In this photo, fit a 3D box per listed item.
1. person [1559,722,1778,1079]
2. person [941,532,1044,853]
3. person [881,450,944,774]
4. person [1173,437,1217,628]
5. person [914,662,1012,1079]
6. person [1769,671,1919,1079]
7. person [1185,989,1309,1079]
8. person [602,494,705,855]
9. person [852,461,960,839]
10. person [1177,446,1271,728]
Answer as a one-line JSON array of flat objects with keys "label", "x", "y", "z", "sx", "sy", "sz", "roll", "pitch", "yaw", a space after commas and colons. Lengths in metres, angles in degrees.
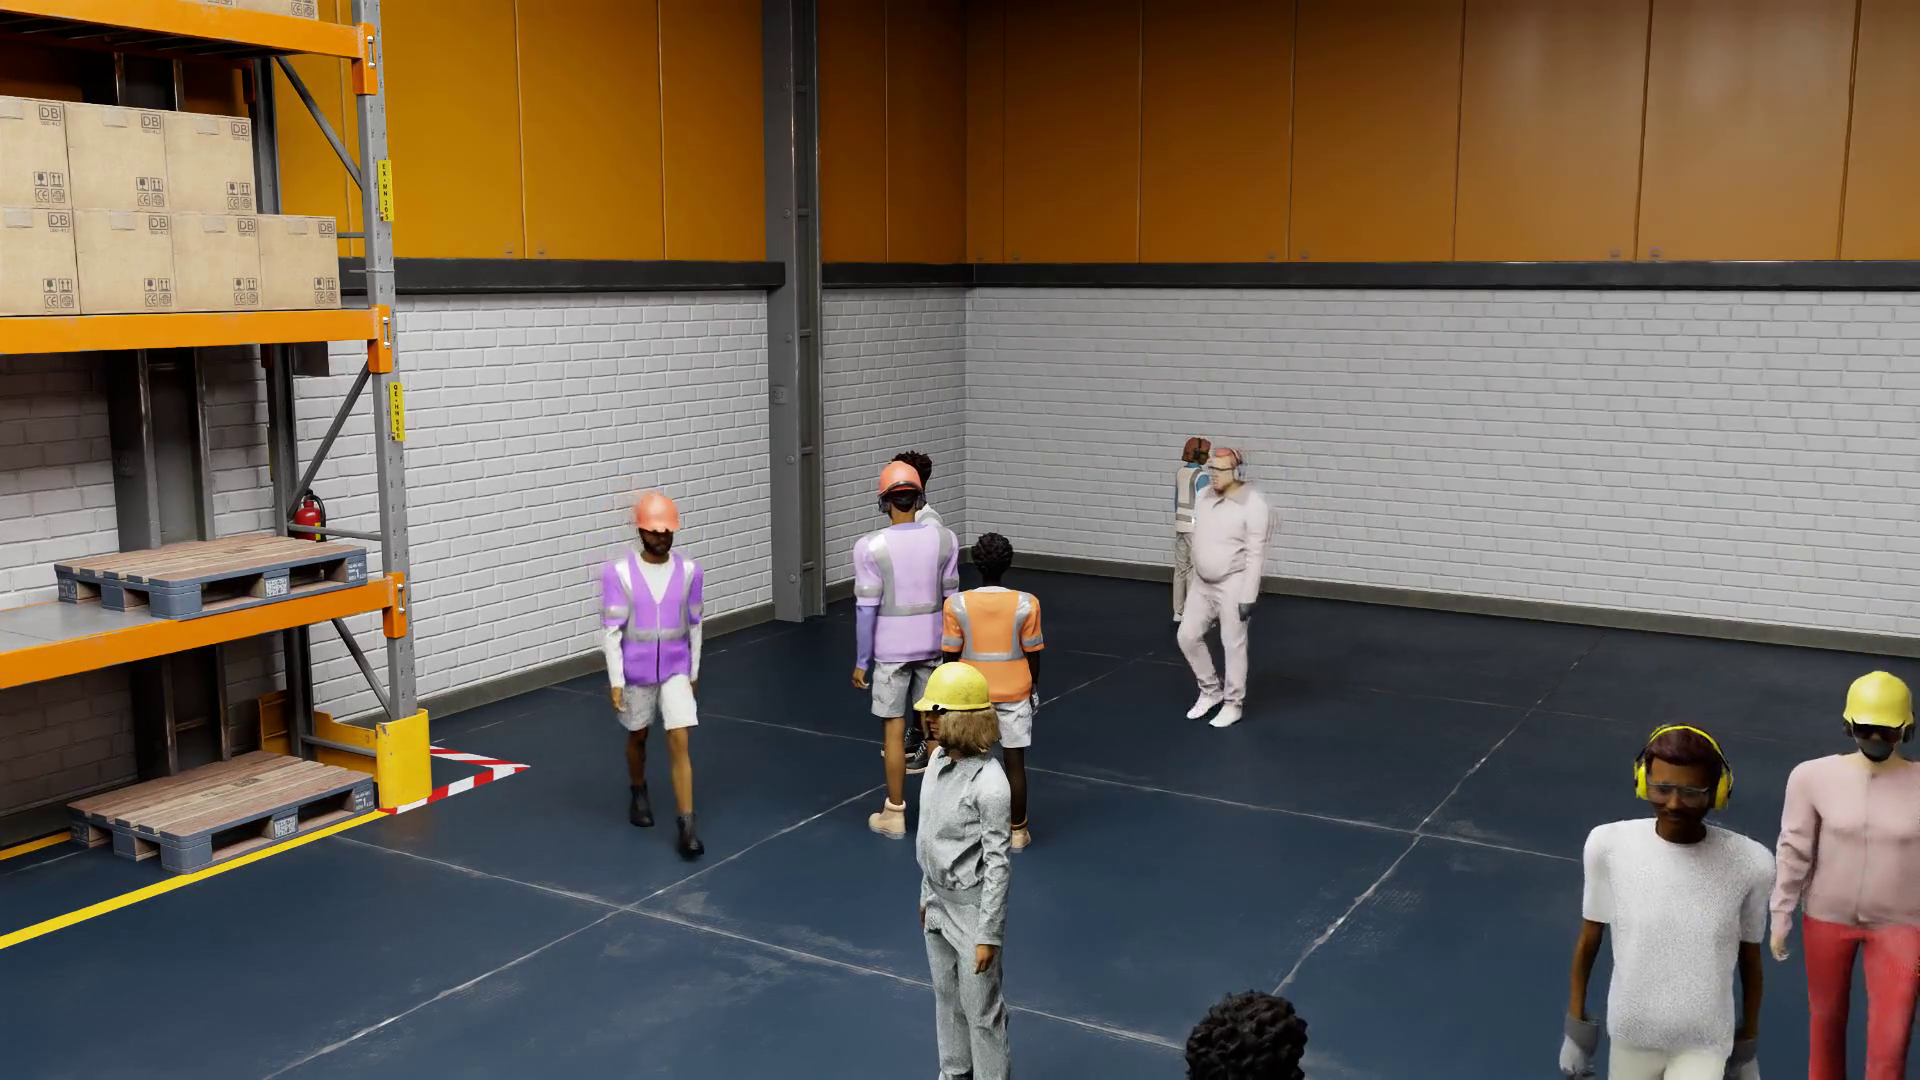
[{"label": "person", "x": 1.995, "y": 1.375, "z": 4.716, "sx": 0.520, "sy": 1.838, "sz": 0.864, "roll": 5, "pitch": 10, "yaw": 27}, {"label": "person", "x": 0.170, "y": 0.801, "z": 8.680, "sx": 0.537, "sy": 1.700, "sz": 0.317, "roll": 0, "pitch": 9, "yaw": 0}, {"label": "person", "x": -0.274, "y": 0.431, "z": 10.159, "sx": 0.361, "sy": 1.965, "sz": 0.613, "roll": -3, "pitch": 9, "yaw": -16}, {"label": "person", "x": 2.003, "y": -0.064, "z": 14.273, "sx": 0.311, "sy": 1.639, "sz": 0.512, "roll": -4, "pitch": 10, "yaw": -21}, {"label": "person", "x": -0.009, "y": 1.266, "z": 5.644, "sx": 0.295, "sy": 1.744, "sz": 0.484, "roll": -5, "pitch": 10, "yaw": -28}, {"label": "person", "x": 2.957, "y": 1.299, "z": 5.468, "sx": 0.540, "sy": 1.734, "sz": 0.799, "roll": 5, "pitch": 10, "yaw": 30}, {"label": "person", "x": 0.518, "y": 1.683, "z": 3.182, "sx": 0.317, "sy": 1.696, "sz": 0.540, "roll": -9, "pitch": 13, "yaw": -44}, {"label": "person", "x": -1.613, "y": 0.690, "z": 8.832, "sx": 0.550, "sy": 1.888, "sz": 1.009, "roll": -3, "pitch": 10, "yaw": -19}, {"label": "person", "x": -0.302, "y": 0.591, "z": 8.964, "sx": 0.605, "sy": 2.033, "sz": 0.402, "roll": -4, "pitch": 10, "yaw": -25}, {"label": "person", "x": 1.727, "y": 0.319, "z": 11.058, "sx": 0.481, "sy": 1.892, "sz": 0.657, "roll": -7, "pitch": 12, "yaw": -38}]
